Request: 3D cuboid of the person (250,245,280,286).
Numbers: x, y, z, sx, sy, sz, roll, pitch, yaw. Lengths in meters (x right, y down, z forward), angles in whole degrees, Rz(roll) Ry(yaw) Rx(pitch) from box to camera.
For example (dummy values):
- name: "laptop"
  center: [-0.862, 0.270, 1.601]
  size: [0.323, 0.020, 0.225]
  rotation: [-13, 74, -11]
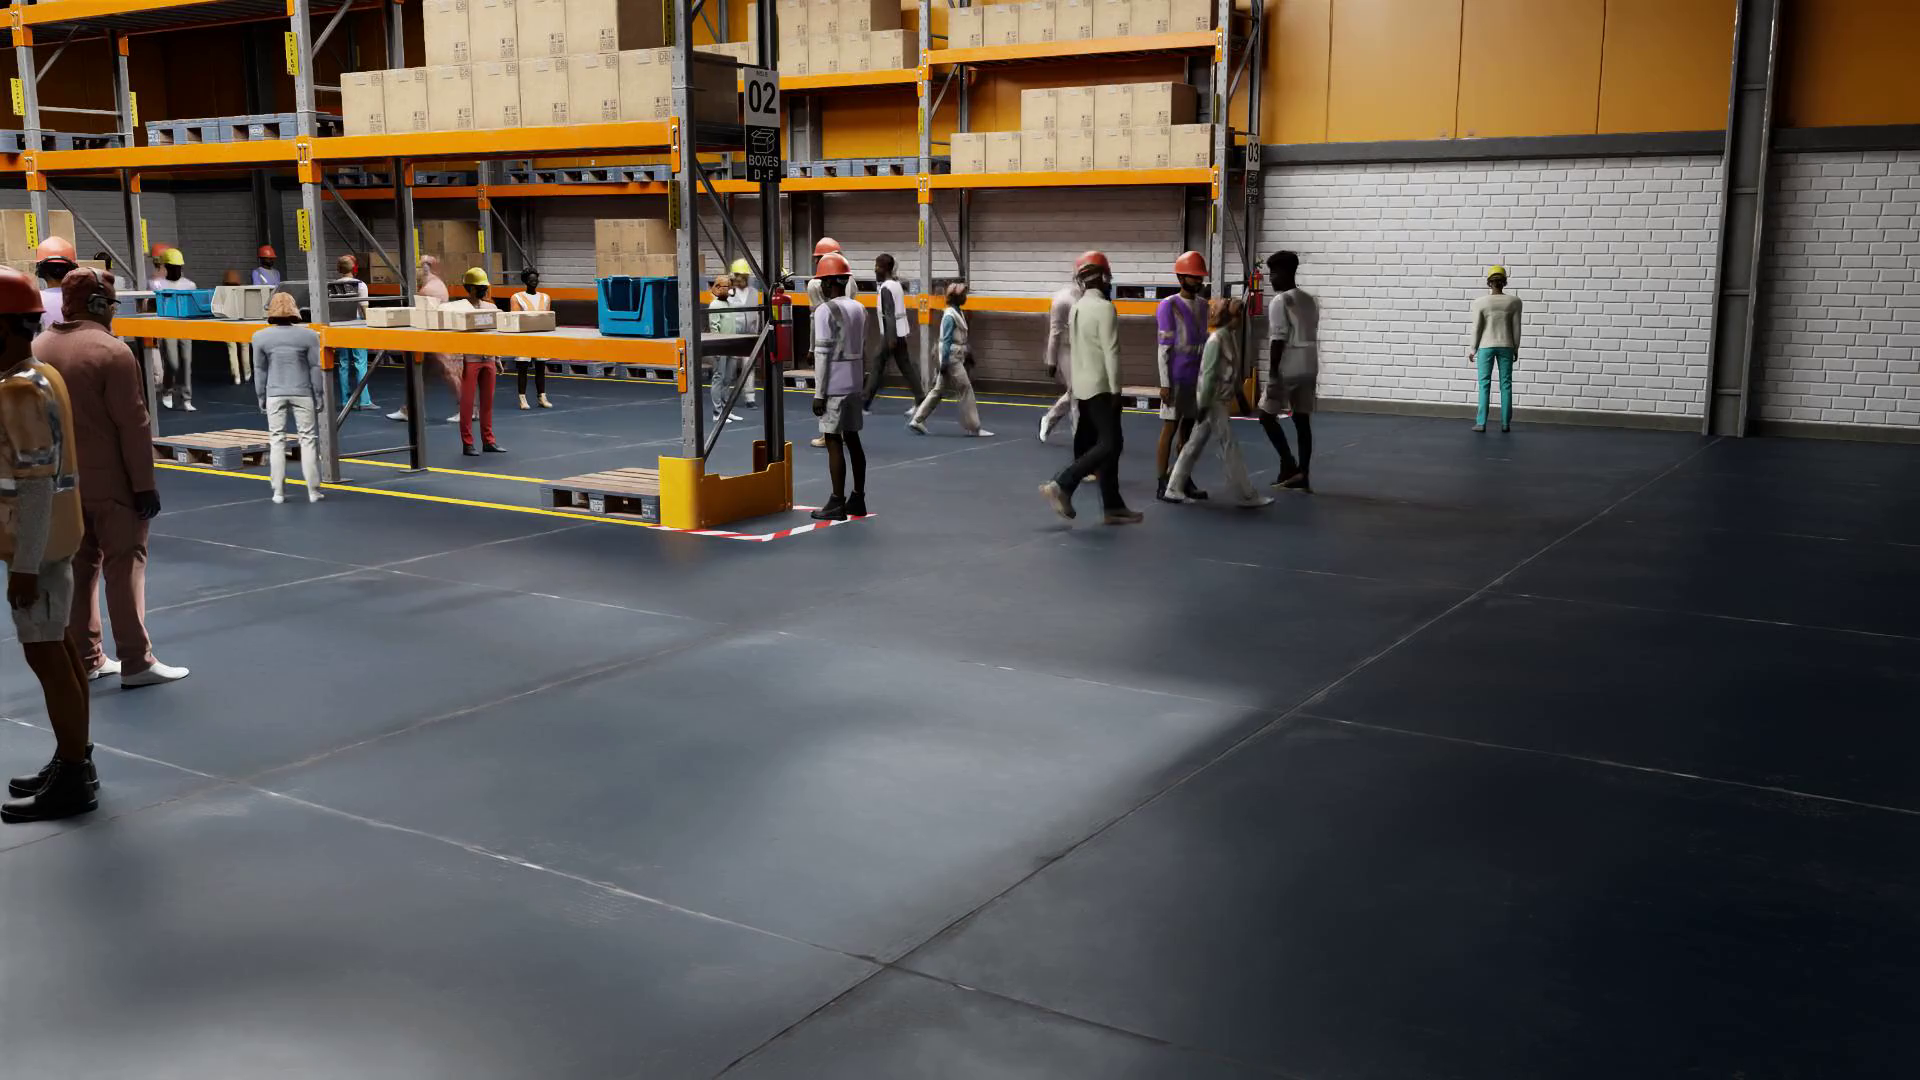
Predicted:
- name: "person"
  center: [-10.632, -3.559, 25.635]
  size: [0.355, 1.938, 0.545]
  rotation: [3, 11, 18]

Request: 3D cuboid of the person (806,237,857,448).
- name: "person"
  center: [-1.271, -1.915, 16.235]
  size: [0.396, 2.044, 0.609]
  rotation: [8, 13, 39]

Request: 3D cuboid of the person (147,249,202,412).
- name: "person"
  center: [-9.237, -2.464, 19.617]
  size: [0.421, 1.916, 0.605]
  rotation: [8, 13, 37]

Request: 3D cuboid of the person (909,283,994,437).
- name: "person"
  center: [-0.117, -1.851, 17.125]
  size: [0.868, 1.594, 0.516]
  rotation: [1, 10, 4]

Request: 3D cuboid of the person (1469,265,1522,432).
- name: "person"
  center: [5.635, -2.006, 17.534]
  size: [0.524, 1.760, 0.328]
  rotation: [1, 10, 3]

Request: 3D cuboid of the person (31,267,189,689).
- name: "person"
  center: [-3.878, -0.274, 7.541]
  size: [0.639, 1.902, 0.407]
  rotation: [4, 11, 22]

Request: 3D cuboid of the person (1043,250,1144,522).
- name: "person"
  center: [0.970, -1.070, 11.813]
  size: [0.691, 1.948, 0.643]
  rotation: [-3, 11, -15]

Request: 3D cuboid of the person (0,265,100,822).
- name: "person"
  center: [-3.276, 0.014, 5.836]
  size: [0.357, 1.936, 0.551]
  rotation: [-4, 11, -22]

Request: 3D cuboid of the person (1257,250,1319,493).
- name: "person"
  center: [2.661, -1.343, 13.345]
  size: [0.629, 1.937, 0.458]
  rotation: [-8, 13, -39]

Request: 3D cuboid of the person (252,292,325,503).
- name: "person"
  center: [-5.173, -1.091, 12.843]
  size: [0.502, 1.629, 0.283]
  rotation: [-2, 10, -11]

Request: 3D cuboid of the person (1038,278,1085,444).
- name: "person"
  center: [1.069, -1.768, 16.000]
  size: [0.653, 1.854, 0.895]
  rotation: [-9, 14, -40]

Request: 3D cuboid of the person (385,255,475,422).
- name: "person"
  center: [-5.882, -2.216, 18.427]
  size: [0.986, 1.852, 0.664]
  rotation: [-2, 10, -12]

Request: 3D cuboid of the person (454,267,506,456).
- name: "person"
  center: [-4.540, -1.679, 15.703]
  size: [0.316, 1.766, 0.532]
  rotation: [7, 12, 34]

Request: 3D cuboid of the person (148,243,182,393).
- name: "person"
  center: [-10.559, -2.919, 21.988]
  size: [0.659, 1.975, 0.635]
  rotation: [2, 10, 12]

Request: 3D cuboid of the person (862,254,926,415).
- name: "person"
  center: [-0.821, -2.368, 19.253]
  size: [1.022, 1.862, 0.619]
  rotation: [2, 10, 11]

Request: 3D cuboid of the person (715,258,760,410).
- name: "person"
  center: [-2.687, -2.477, 19.999]
  size: [0.595, 1.808, 0.719]
  rotation: [-6, 12, -31]

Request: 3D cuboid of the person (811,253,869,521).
- name: "person"
  center: [-0.895, -1.109, 12.091]
  size: [0.384, 1.932, 0.543]
  rotation: [6, 12, 31]

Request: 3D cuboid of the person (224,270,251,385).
- name: "person"
  center: [-10.251, -3.011, 23.544]
  size: [0.522, 1.581, 0.843]
  rotation: [-4, 11, -19]

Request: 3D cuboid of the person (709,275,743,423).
- name: "person"
  center: [-2.615, -2.121, 18.513]
  size: [0.280, 1.633, 0.500]
  rotation: [3, 11, 17]

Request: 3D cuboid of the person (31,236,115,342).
- name: "person"
  center: [-5.931, -0.981, 11.056]
  size: [0.615, 2.042, 0.372]
  rotation: [-9, 14, -41]

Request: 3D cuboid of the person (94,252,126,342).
- name: "person"
  center: [-11.170, -2.837, 21.844]
  size: [0.329, 1.865, 0.508]
  rotation: [5, 11, 26]

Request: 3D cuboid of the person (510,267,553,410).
- name: "person"
  center: [-5.122, -2.408, 19.931]
  size: [0.532, 1.696, 0.319]
  rotation: [-9, 14, -41]

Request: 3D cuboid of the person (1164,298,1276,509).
- name: "person"
  center: [1.952, -1.030, 12.593]
  size: [0.871, 1.586, 0.511]
  rotation: [3, 11, 16]

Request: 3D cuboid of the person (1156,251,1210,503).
- name: "person"
  center: [1.761, -1.261, 12.902]
  size: [0.548, 1.936, 0.378]
  rotation: [-9, 14, -41]

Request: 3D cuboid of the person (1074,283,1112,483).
- name: "person"
  center: [1.132, -1.335, 13.973]
  size: [0.317, 1.697, 0.540]
  rotation: [5, 11, 27]

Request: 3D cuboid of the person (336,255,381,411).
- name: "person"
  center: [-7.213, -2.445, 19.708]
  size: [0.565, 1.850, 0.390]
  rotation: [3, 11, 18]
